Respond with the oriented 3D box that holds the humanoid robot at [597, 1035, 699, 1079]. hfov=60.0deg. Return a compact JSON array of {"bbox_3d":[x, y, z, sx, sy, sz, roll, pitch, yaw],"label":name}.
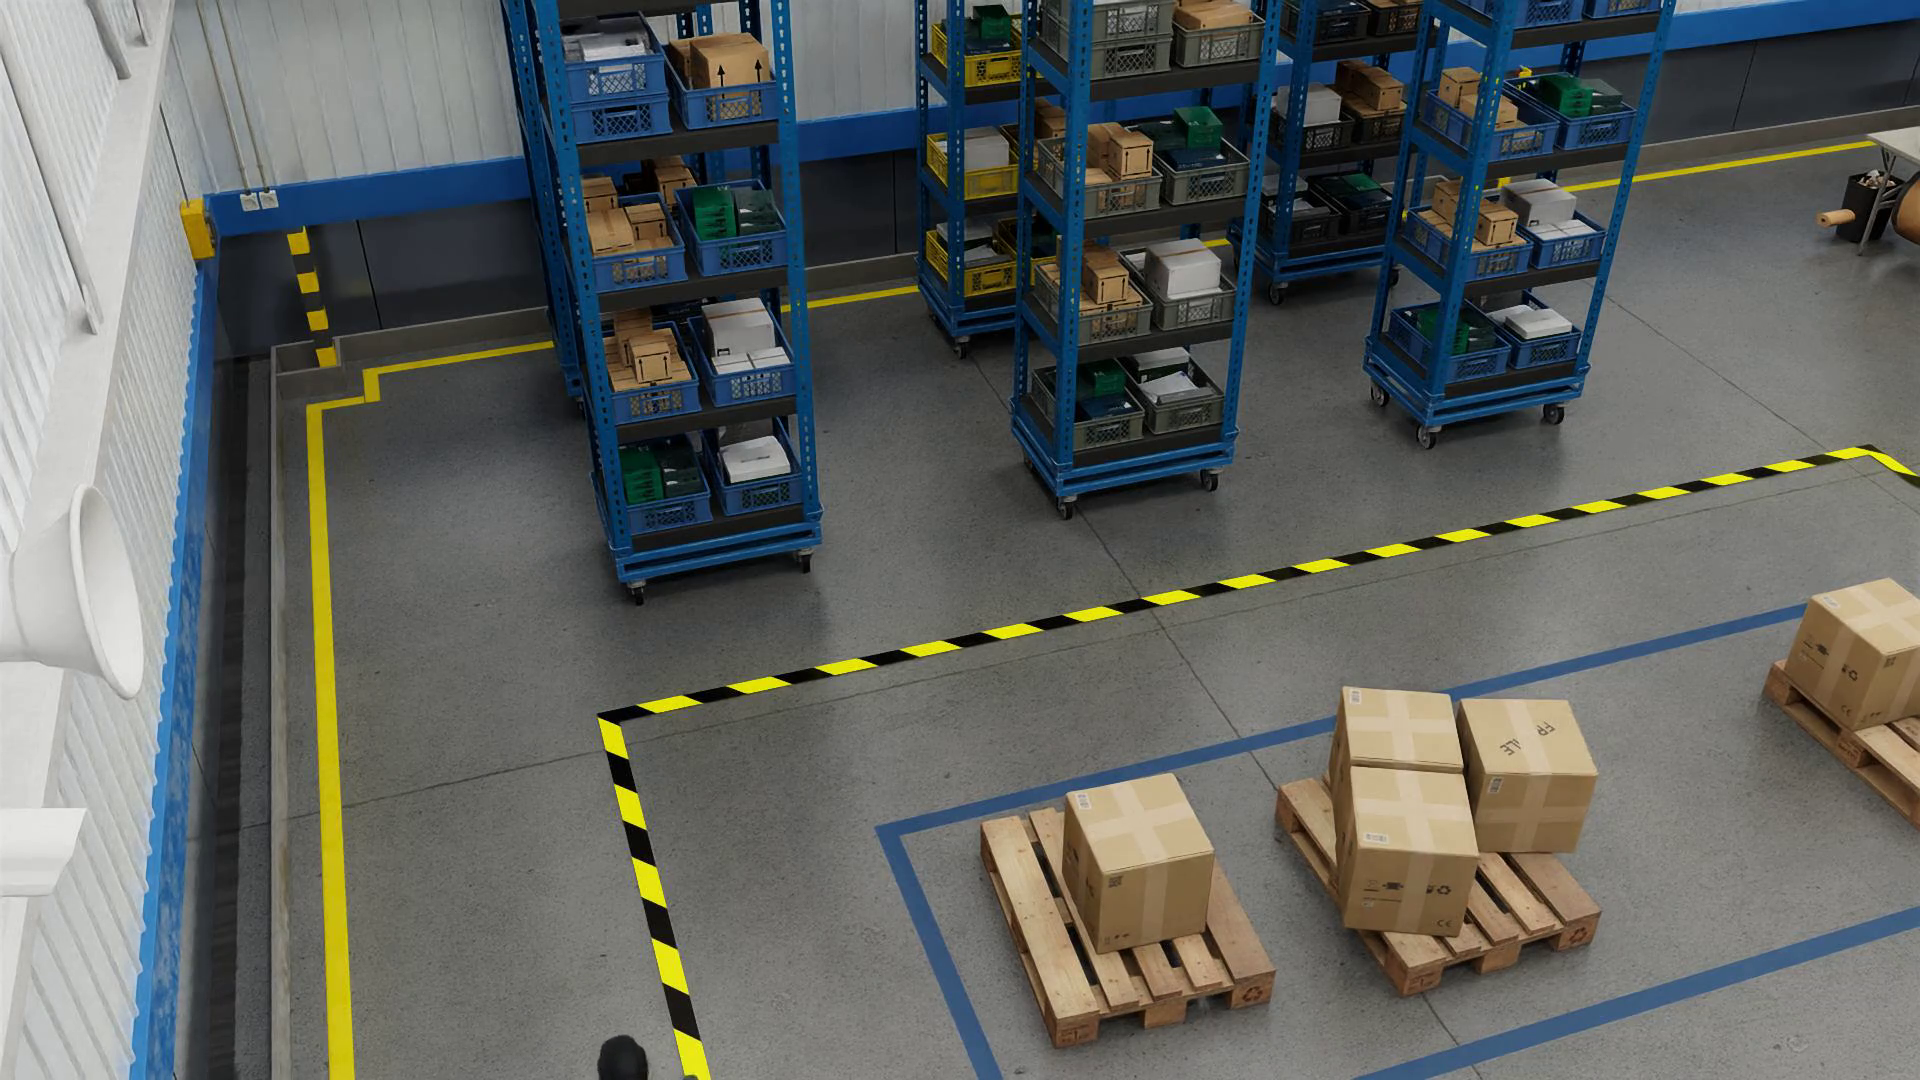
[{"bbox_3d":[-0.970,2.304,5.563,0.601,1.638,0.494,-18,39,-24],"label":"humanoid robot"}]
